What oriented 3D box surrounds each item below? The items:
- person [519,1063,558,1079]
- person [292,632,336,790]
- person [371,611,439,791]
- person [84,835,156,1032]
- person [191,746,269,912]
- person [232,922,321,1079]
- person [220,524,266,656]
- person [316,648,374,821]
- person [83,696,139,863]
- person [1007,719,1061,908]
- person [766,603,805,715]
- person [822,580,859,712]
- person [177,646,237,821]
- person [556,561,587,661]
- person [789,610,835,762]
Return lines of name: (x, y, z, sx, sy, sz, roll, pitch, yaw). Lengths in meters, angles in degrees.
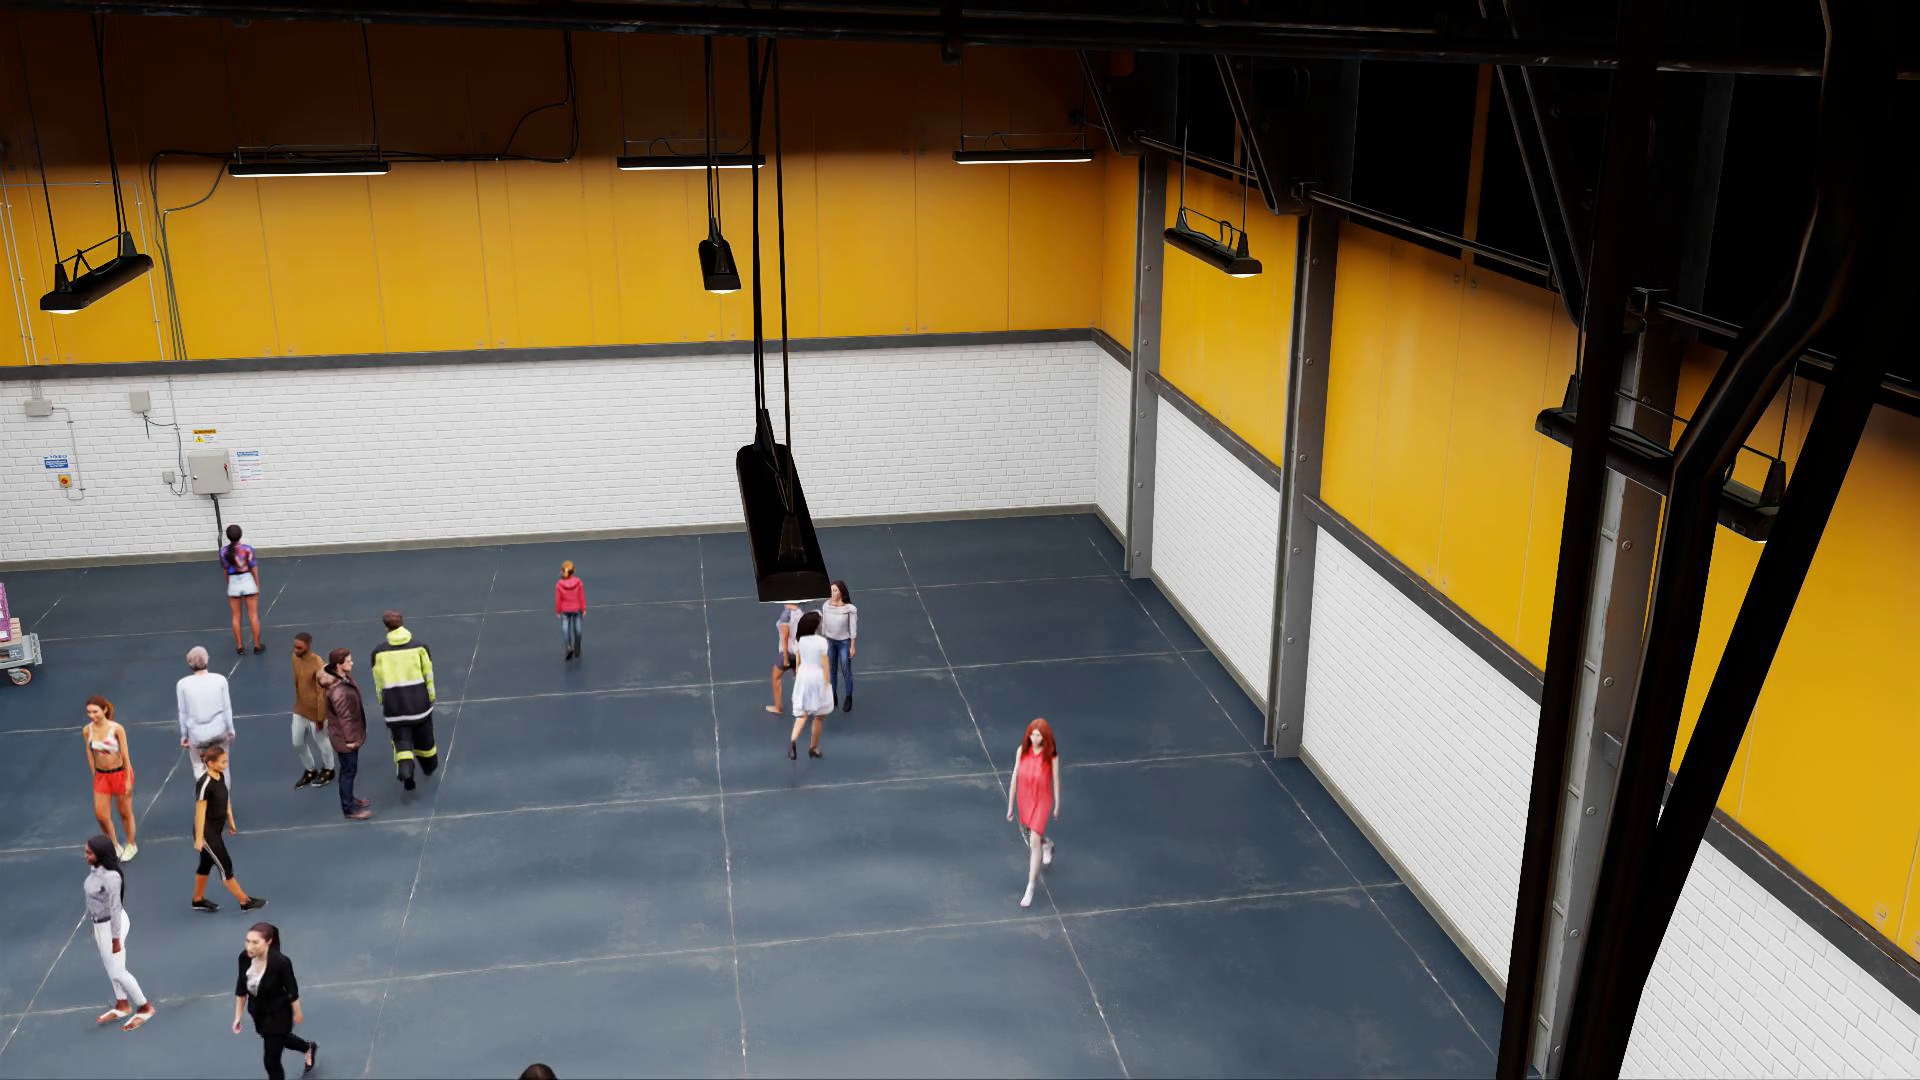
person: (-2.688, 4.158, 10.690, 0.791, 1.840, 0.747, 15, 24, 38)
person: (-6.850, 1.785, 17.811, 0.814, 1.792, 0.857, 10, 21, 27)
person: (-5.935, 1.725, 17.739, 0.953, 1.952, 1.192, -7, 20, -20)
person: (-6.967, 3.200, 13.719, 0.795, 1.724, 0.716, -15, 24, -37)
person: (-7.013, 2.693, 15.373, 0.761, 1.627, 0.930, 0, 19, 1)
person: (-5.195, 3.597, 12.693, 0.938, 1.625, 1.152, 7, 20, 19)
person: (-9.205, 0.624, 21.337, 0.575, 1.744, 0.498, -4, 19, -10)
person: (-6.340, 1.978, 17.157, 0.858, 1.844, 0.660, -6, 20, -19)
person: (-8.252, 2.302, 16.304, 0.604, 1.775, 0.641, -1, 19, -4)
person: (0.735, 2.492, 15.723, 1.060, 1.784, 1.217, 9, 21, 25)
person: (-1.912, 1.338, 19.439, 0.871, 1.601, 0.817, 11, 22, 30)
person: (-1.431, 1.235, 19.695, 0.678, 1.633, 0.687, 7, 20, 21)
person: (-7.665, 2.026, 16.966, 0.792, 1.875, 0.883, -9, 21, -24)
person: (-4.947, 0.914, 21.159, 0.543, 1.306, 0.739, -4, 19, -13)
person: (-1.646, 1.663, 18.172, 0.958, 1.793, 1.076, 7, 20, 20)
